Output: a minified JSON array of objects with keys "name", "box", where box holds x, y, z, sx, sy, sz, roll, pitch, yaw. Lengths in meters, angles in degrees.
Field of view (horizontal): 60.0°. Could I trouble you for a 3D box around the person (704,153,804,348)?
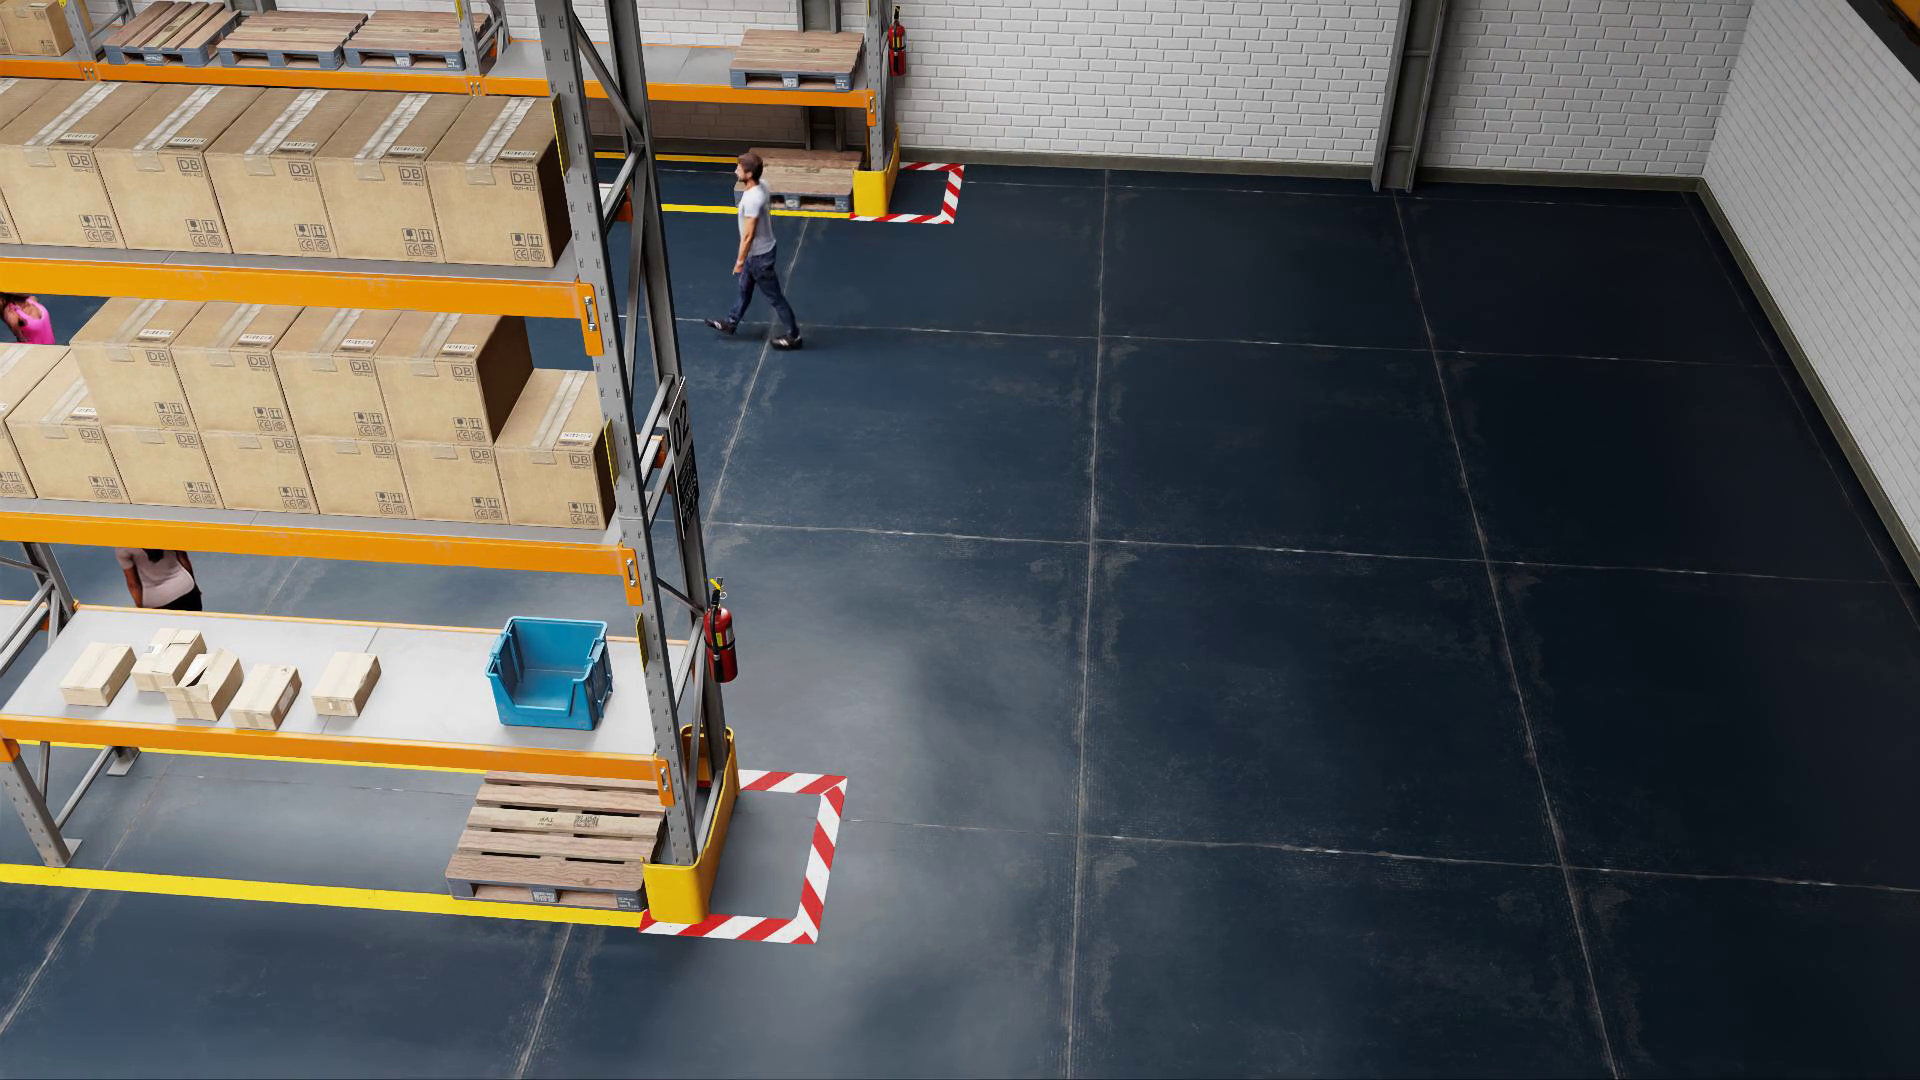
[{"name":"person","box":[-1.636,-2.476,14.464,1.132,1.828,0.694,0,39,0]}]
